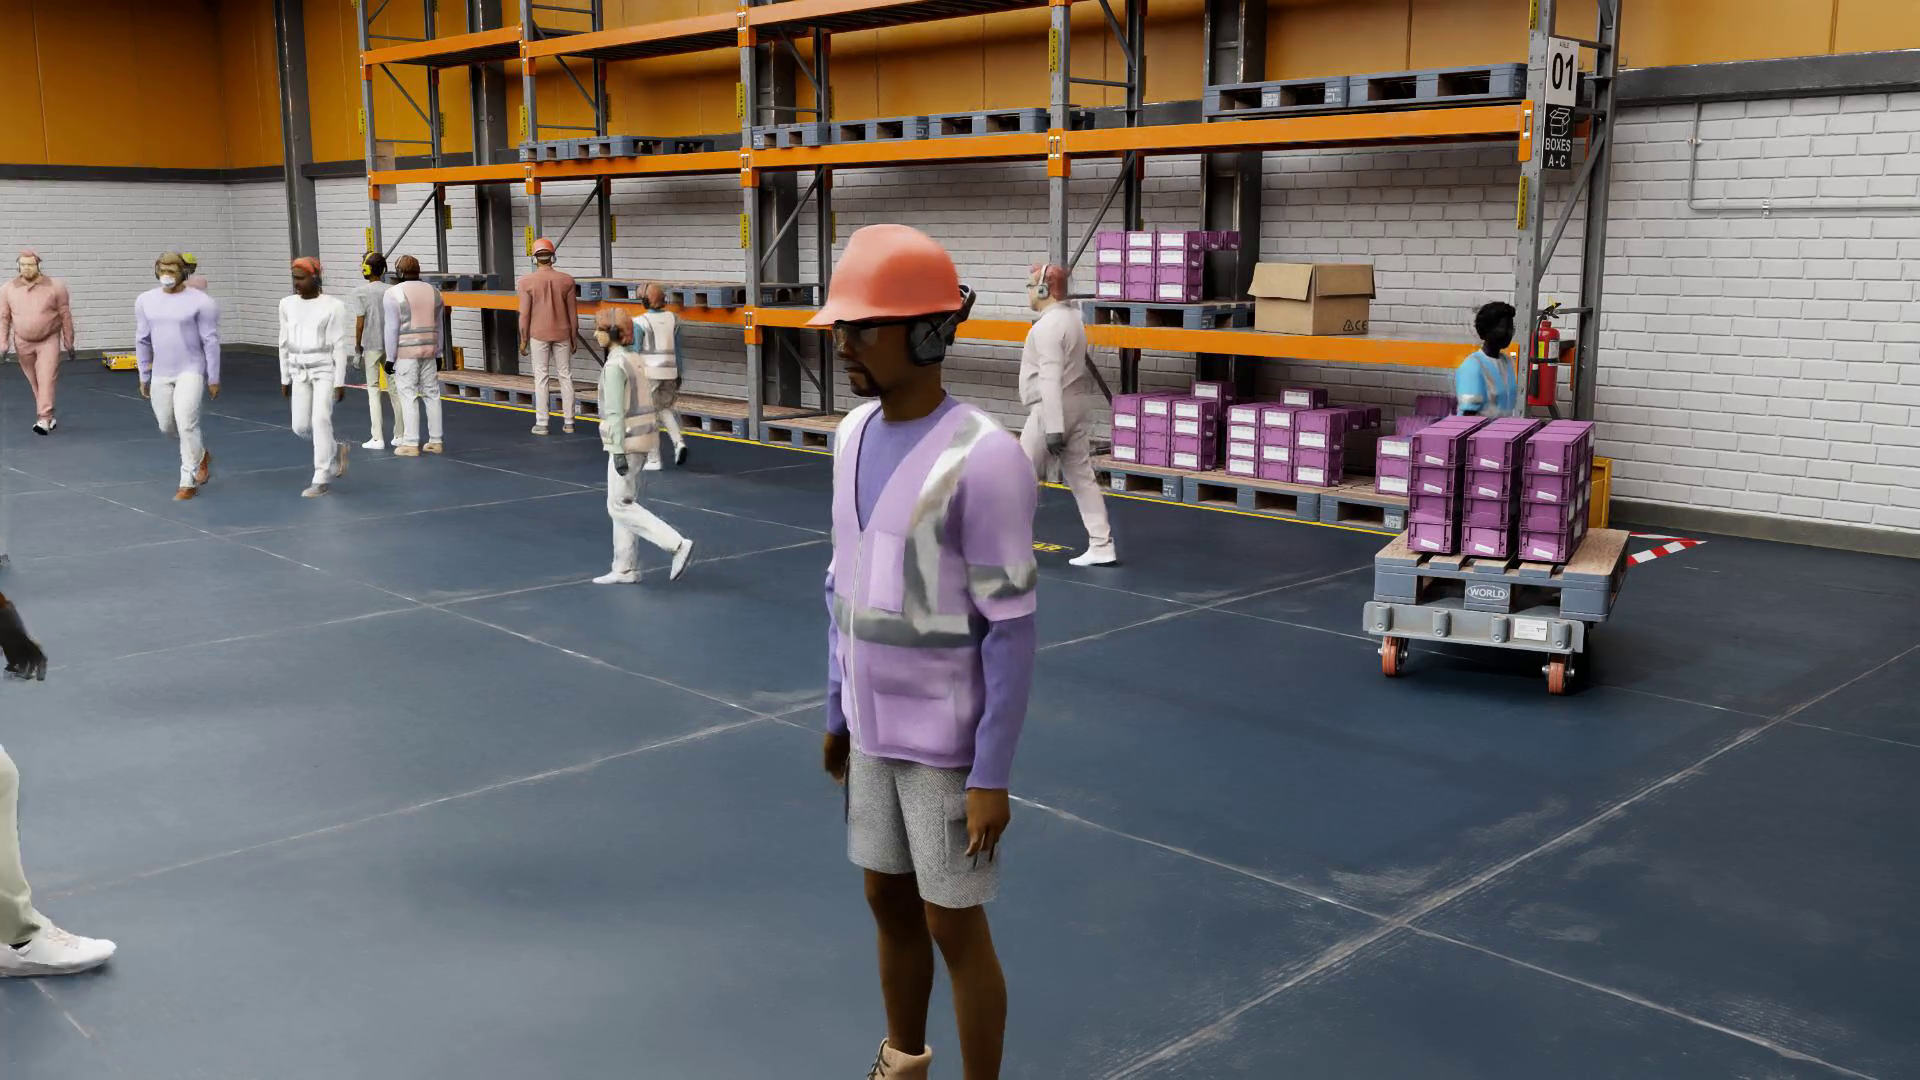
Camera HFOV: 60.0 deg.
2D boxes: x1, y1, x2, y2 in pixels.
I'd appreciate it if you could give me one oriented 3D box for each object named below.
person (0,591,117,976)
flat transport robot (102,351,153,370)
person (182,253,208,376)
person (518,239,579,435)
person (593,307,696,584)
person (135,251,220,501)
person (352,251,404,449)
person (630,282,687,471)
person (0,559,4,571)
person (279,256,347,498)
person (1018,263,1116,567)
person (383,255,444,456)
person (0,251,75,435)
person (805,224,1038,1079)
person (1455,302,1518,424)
[{"bbox_3d":[-2.685,0.294,4.499,0.818,1.836,0.509,-4,11,-19],"label":"person"},{"bbox_3d":[-12.676,-2.757,25.405,0.652,0.197,1.431,-6,12,-31],"label":"flat transport robot"},{"bbox_3d":[-11.026,-3.219,23.852,0.526,1.765,0.329,-1,10,-7],"label":"person"},{"bbox_3d":[-4.198,-2.068,16.974,0.611,1.985,0.393,-6,12,-28],"label":"person"},{"bbox_3d":[-1.842,-0.519,9.530,0.552,1.626,0.526,0,10,2],"label":"person"},{"bbox_3d":[-6.045,-1.287,12.959,0.635,1.916,0.779,1,10,4],"label":"person"},{"bbox_3d":[-5.528,-1.798,15.814,0.315,1.871,0.534,10,14,42],"label":"person"},{"bbox_3d":[-2.597,-1.393,14.270,0.398,1.621,0.531,9,14,41],"label":"person"},{"bbox_3d":[-6.090,-0.615,9.605,0.924,1.786,0.611,-9,14,-41],"label":"person"},{"bbox_3d":[-5.011,-1.283,13.039,0.587,1.864,0.659,2,11,12],"label":"person"},{"bbox_3d":[0.521,-0.748,10.155,0.997,1.851,0.667,4,11,23],"label":"person"},{"bbox_3d":[-5.050,-1.699,15.351,0.429,1.841,0.634,7,13,34],"label":"person"},{"bbox_3d":[-9.451,-2.008,16.994,0.664,1.853,1.020,-2,11,-13],"label":"person"},{"bbox_3d":[-0.115,0.386,3.436,0.391,2.040,0.614,-8,13,-36],"label":"person"},{"bbox_3d":[3.021,-0.543,9.564,0.547,1.644,0.888,-9,14,-42],"label":"person"}]
